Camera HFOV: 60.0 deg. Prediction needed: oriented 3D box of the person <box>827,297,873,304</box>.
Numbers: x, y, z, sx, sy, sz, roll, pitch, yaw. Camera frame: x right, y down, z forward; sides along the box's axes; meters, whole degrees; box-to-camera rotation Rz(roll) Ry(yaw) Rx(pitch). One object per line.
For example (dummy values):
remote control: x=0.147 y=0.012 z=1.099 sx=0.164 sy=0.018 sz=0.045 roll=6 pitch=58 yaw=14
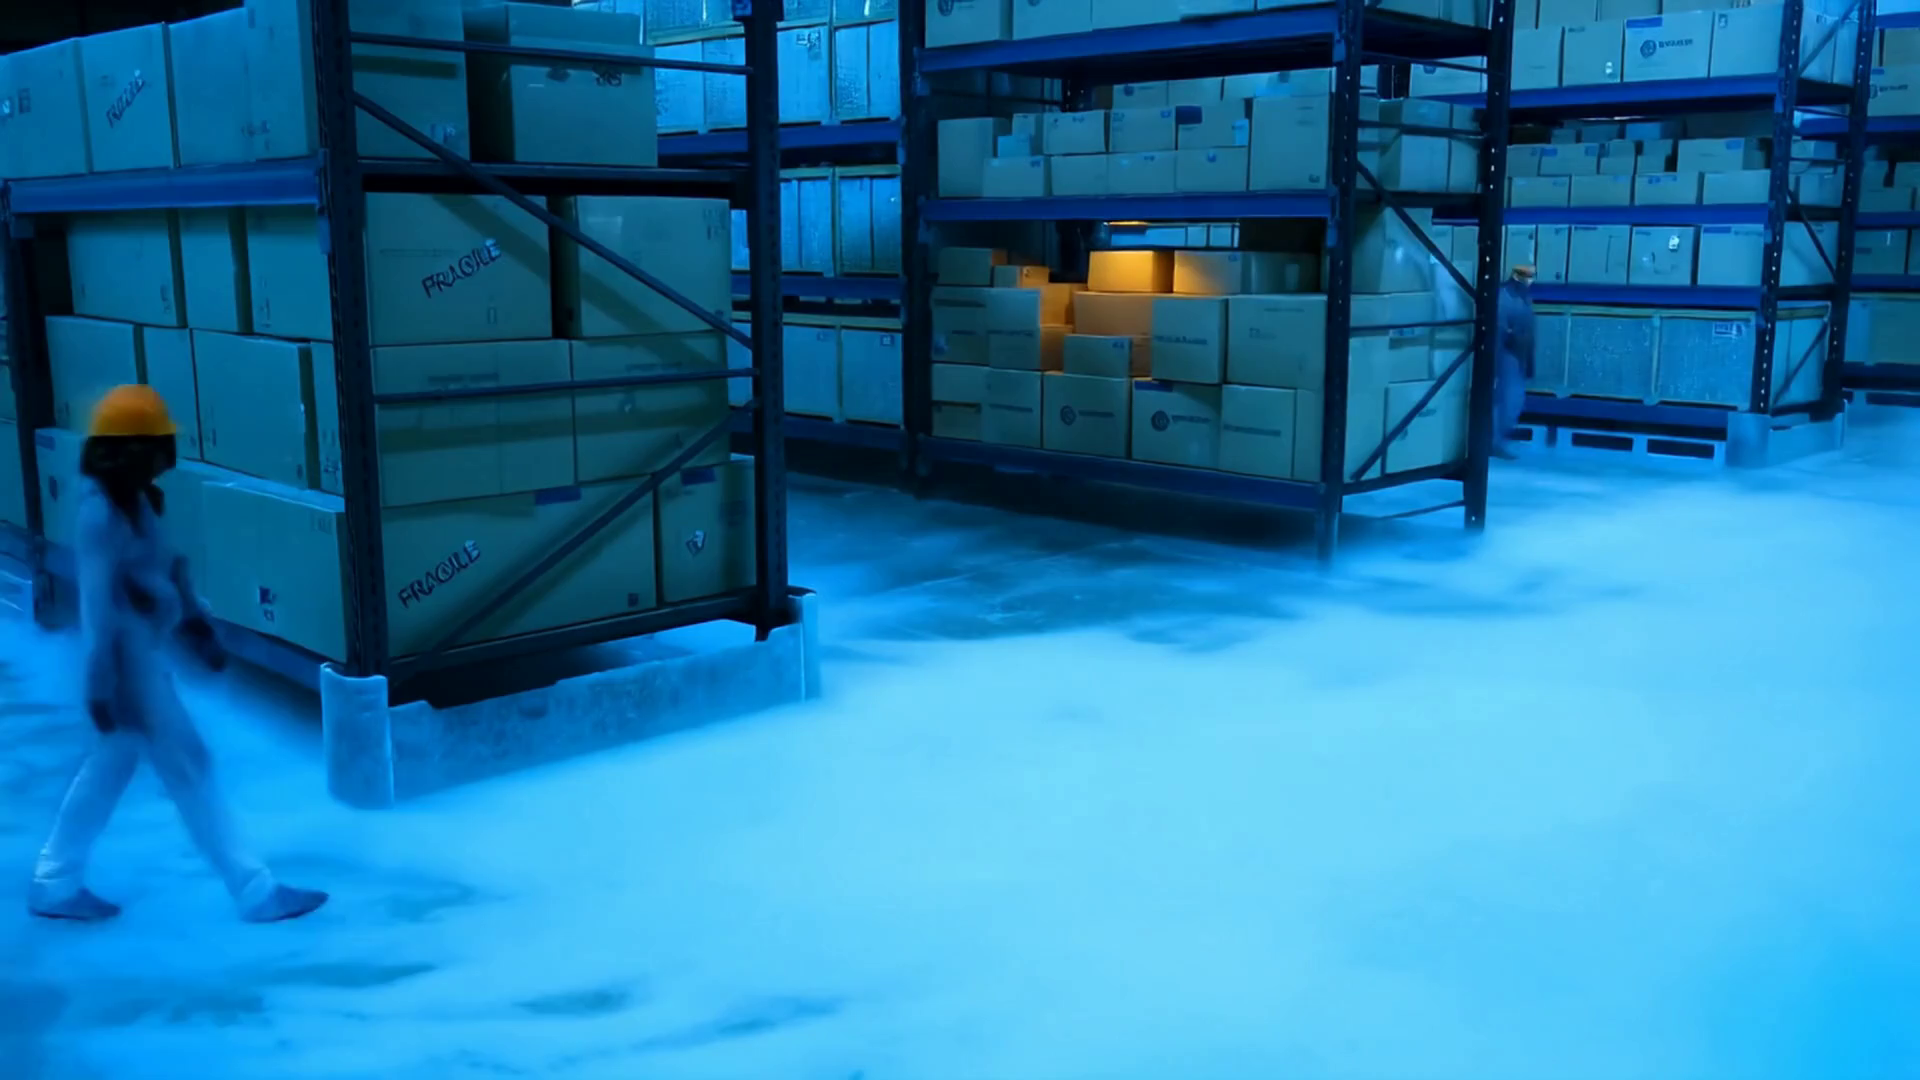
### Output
person: x=-1.276 y=-2.362 z=19.303 sx=0.542 sy=1.939 sz=0.362 roll=-2 pitch=11 yaw=-12

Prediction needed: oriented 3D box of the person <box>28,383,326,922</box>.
person: x=-2.488 y=0.366 z=5.091 sx=0.907 sy=1.693 sz=0.507 roll=-2 pitch=11 yaw=-11

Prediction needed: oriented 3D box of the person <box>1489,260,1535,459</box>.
person: x=5.271 y=-1.705 z=15.841 sx=0.669 sy=1.887 sz=0.521 roll=-10 pitch=14 yaw=-43
